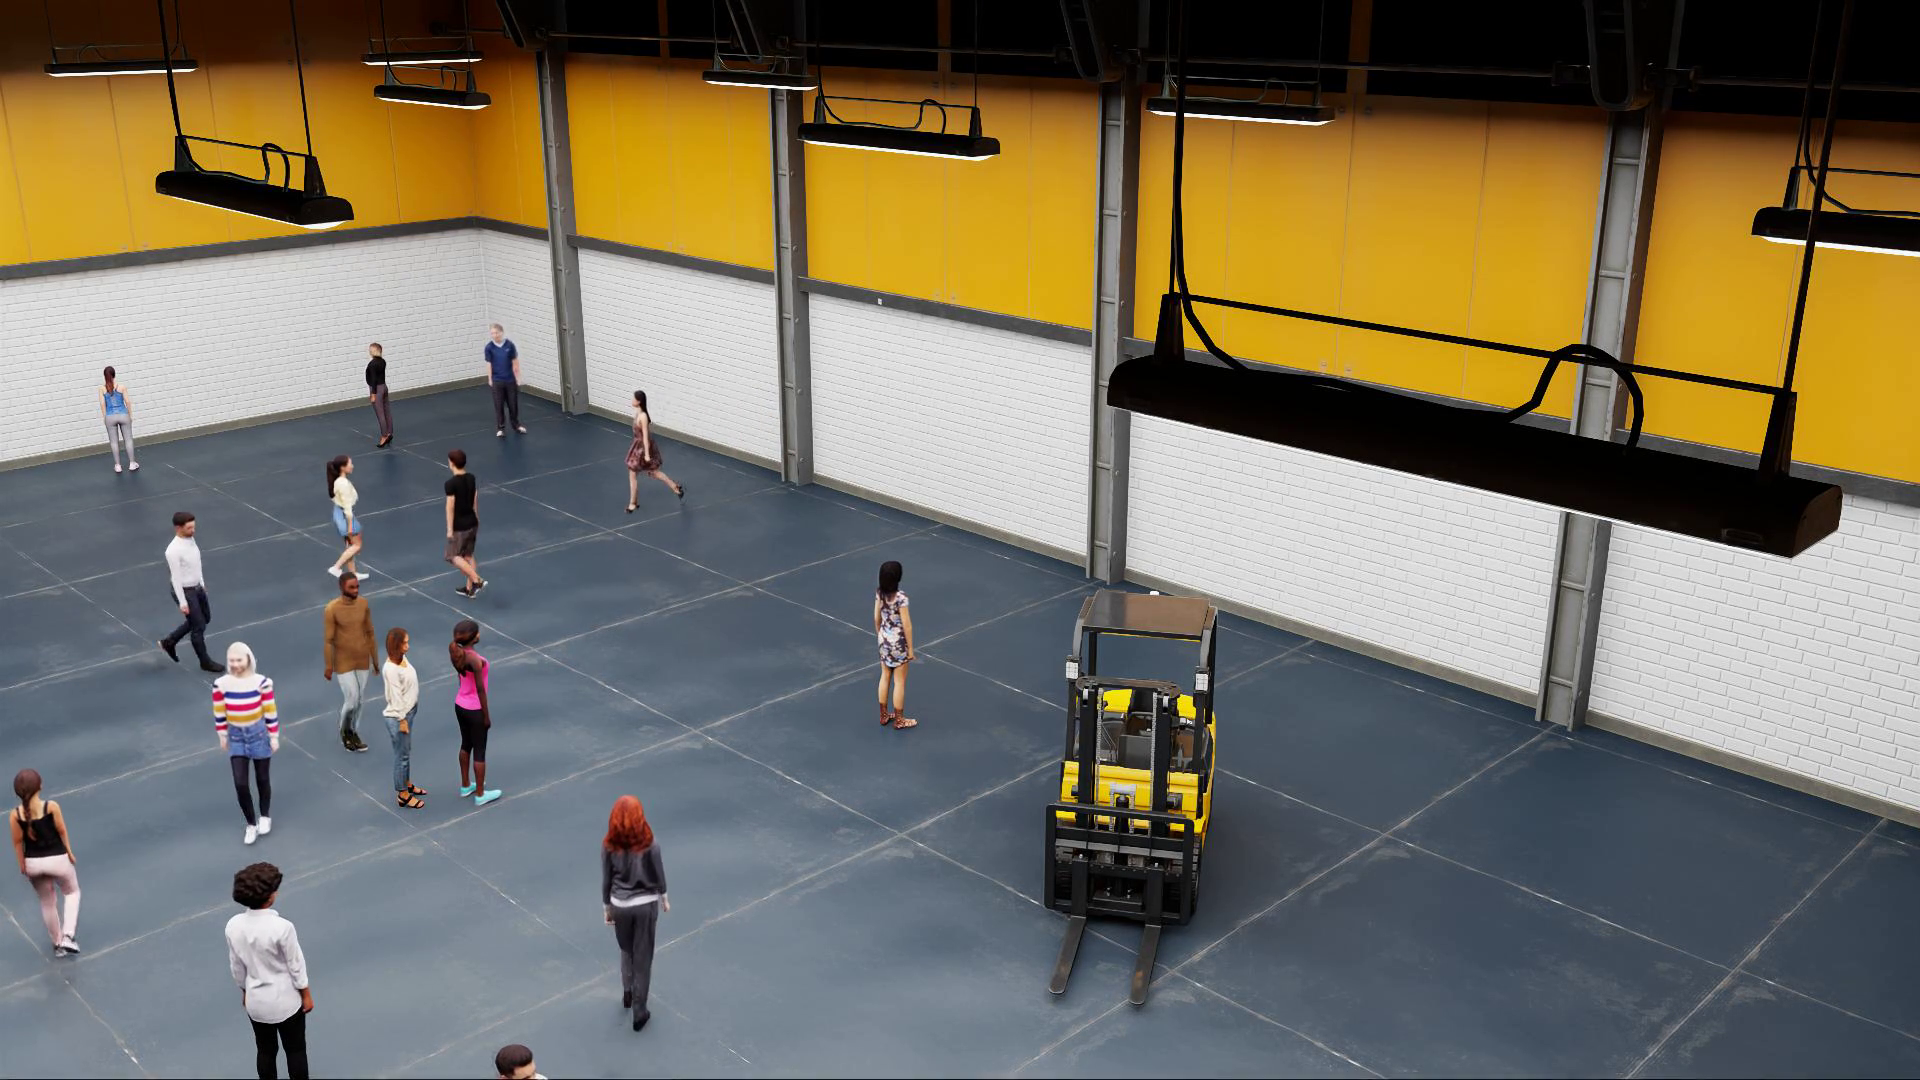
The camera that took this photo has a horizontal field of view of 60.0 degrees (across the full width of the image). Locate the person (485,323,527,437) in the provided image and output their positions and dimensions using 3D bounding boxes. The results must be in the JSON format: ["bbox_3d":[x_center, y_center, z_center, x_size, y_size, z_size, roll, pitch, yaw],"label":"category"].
[{"bbox_3d":[-7.415,-2.625,27.116,0.825,1.853,0.823,-11,21,-29],"label":"person"}]

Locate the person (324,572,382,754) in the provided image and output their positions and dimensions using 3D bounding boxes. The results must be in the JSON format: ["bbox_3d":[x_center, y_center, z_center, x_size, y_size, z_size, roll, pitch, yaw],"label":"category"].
[{"bbox_3d":[-5.897,1.152,15.989,0.624,1.796,0.693,16,24,39],"label":"person"}]

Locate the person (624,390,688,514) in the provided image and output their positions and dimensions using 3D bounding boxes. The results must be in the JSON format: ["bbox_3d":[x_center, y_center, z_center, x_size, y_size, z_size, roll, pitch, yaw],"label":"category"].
[{"bbox_3d":[-4.296,-1.203,23.065,1.014,1.744,1.130,-5,19,-15],"label":"person"}]

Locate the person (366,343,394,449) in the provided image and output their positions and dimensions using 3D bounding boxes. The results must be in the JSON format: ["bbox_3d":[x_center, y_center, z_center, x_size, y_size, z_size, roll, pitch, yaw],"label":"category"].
[{"bbox_3d":[-9.235,-2.321,26.496,0.715,1.672,0.673,2,19,5],"label":"person"}]

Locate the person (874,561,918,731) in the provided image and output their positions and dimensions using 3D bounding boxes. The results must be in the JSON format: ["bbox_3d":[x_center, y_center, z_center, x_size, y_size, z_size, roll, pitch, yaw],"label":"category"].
[{"bbox_3d":[-0.661,1.028,16.457,0.442,1.733,0.664,17,25,40],"label":"person"}]

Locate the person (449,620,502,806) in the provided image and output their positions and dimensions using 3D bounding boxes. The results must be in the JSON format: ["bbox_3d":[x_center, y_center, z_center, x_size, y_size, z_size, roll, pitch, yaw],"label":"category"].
[{"bbox_3d":[-4.405,1.530,14.983,0.466,1.722,0.587,18,25,42],"label":"person"}]

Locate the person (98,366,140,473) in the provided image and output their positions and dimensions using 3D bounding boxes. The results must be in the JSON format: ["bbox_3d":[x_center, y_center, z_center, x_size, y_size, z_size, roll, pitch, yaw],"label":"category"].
[{"bbox_3d":[-12.754,-1.837,25.160,0.631,1.608,0.623,-9,20,-24],"label":"person"}]

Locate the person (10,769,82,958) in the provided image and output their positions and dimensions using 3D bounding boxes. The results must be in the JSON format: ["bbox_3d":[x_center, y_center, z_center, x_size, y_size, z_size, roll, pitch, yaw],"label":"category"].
[{"bbox_3d":[-6.852,2.457,12.487,0.691,1.558,0.805,-6,20,-18],"label":"person"}]

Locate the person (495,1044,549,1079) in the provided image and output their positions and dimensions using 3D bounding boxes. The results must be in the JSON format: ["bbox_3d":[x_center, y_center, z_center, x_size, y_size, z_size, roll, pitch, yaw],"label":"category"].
[{"bbox_3d":[-2.345,3.494,8.937,0.688,1.860,0.755,8,20,23],"label":"person"}]

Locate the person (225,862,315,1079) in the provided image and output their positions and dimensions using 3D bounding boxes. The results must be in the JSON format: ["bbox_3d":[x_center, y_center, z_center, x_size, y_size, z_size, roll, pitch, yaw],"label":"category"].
[{"bbox_3d":[-4.430,2.917,10.726,0.692,1.810,0.776,2,19,6],"label":"person"}]

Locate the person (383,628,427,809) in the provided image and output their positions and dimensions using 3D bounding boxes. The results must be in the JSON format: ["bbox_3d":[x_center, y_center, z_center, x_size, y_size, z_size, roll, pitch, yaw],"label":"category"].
[{"bbox_3d":[-5.025,1.574,14.922,0.761,1.677,0.673,-3,19,-8],"label":"person"}]

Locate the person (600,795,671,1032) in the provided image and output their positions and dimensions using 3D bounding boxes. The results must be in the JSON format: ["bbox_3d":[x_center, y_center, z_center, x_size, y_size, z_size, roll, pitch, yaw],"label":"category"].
[{"bbox_3d":[-2.290,2.640,11.629,0.752,1.758,0.809,2,19,5],"label":"person"}]

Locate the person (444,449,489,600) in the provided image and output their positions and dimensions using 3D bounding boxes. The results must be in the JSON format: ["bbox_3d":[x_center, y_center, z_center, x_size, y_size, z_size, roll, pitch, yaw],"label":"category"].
[{"bbox_3d":[-5.863,-0.159,19.801,0.922,1.848,0.835,8,20,22],"label":"person"}]

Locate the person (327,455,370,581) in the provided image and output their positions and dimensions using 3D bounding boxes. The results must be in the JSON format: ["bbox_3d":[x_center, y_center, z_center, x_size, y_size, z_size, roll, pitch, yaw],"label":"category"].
[{"bbox_3d":[-7.600,-0.229,20.371,0.726,1.617,0.686,-14,23,-36],"label":"person"}]

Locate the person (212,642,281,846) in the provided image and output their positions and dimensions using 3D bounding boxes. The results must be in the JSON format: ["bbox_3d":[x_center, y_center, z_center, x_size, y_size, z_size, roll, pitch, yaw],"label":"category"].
[{"bbox_3d":[-6.122,1.694,14.381,0.825,1.796,0.873,-4,19,-12],"label":"person"}]

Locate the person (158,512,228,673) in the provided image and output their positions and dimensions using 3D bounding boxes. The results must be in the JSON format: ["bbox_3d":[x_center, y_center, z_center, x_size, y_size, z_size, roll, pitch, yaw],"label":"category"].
[{"bbox_3d":[-8.298,0.553,17.698,1.105,1.841,1.028,0,19,-1],"label":"person"}]
